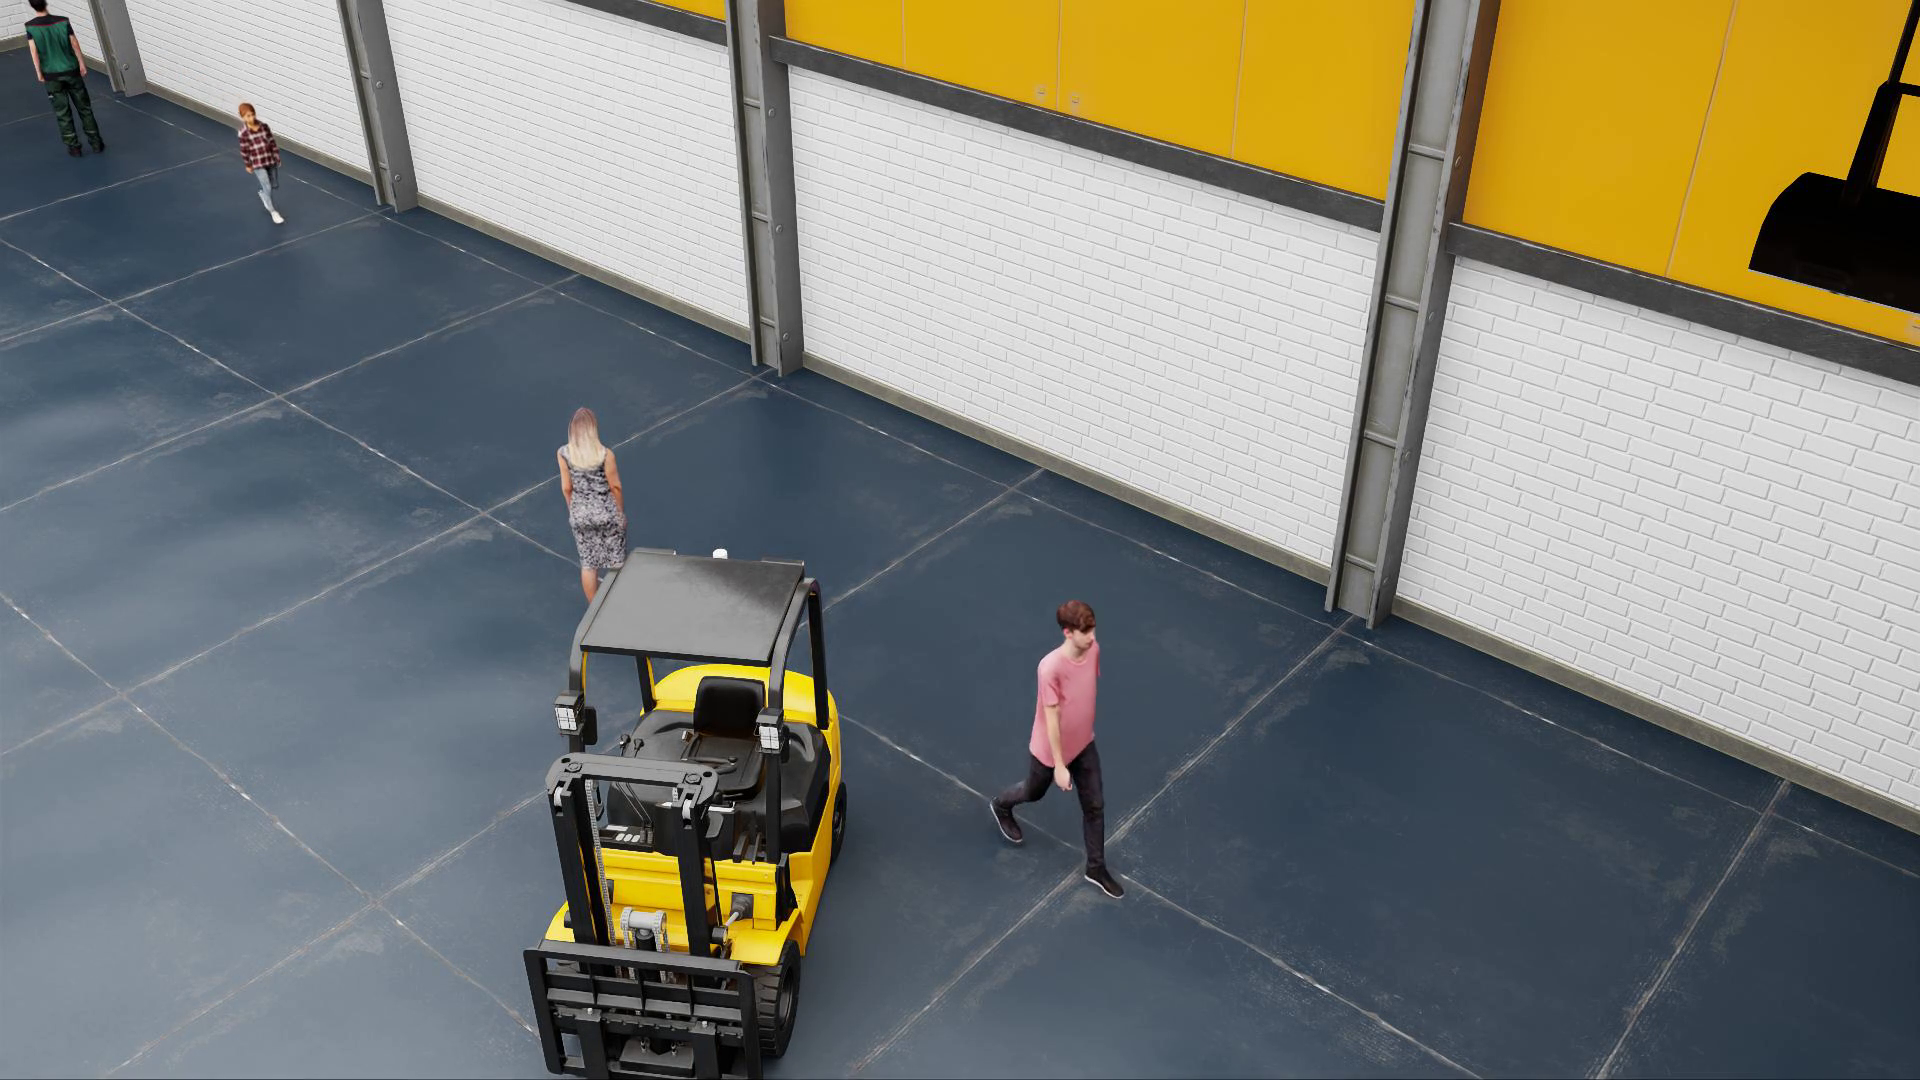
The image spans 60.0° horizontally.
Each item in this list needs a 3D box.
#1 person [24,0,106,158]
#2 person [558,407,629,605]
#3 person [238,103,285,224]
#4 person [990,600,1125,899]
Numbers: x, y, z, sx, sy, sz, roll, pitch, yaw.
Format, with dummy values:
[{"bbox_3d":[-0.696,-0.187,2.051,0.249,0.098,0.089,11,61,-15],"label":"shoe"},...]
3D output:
[{"bbox_3d":[-10.504,-5.454,19.439,0.746,1.898,0.678,-20,38,-27],"label":"person"},{"bbox_3d":[-2.548,-0.155,11.639,0.606,1.705,0.700,3,34,4],"label":"person"},{"bbox_3d":[-7.550,-4.099,17.949,0.833,1.289,0.538,27,42,35],"label":"person"},{"bbox_3d":[0.515,1.135,9.508,0.759,1.916,1.278,-25,41,-33],"label":"person"}]
